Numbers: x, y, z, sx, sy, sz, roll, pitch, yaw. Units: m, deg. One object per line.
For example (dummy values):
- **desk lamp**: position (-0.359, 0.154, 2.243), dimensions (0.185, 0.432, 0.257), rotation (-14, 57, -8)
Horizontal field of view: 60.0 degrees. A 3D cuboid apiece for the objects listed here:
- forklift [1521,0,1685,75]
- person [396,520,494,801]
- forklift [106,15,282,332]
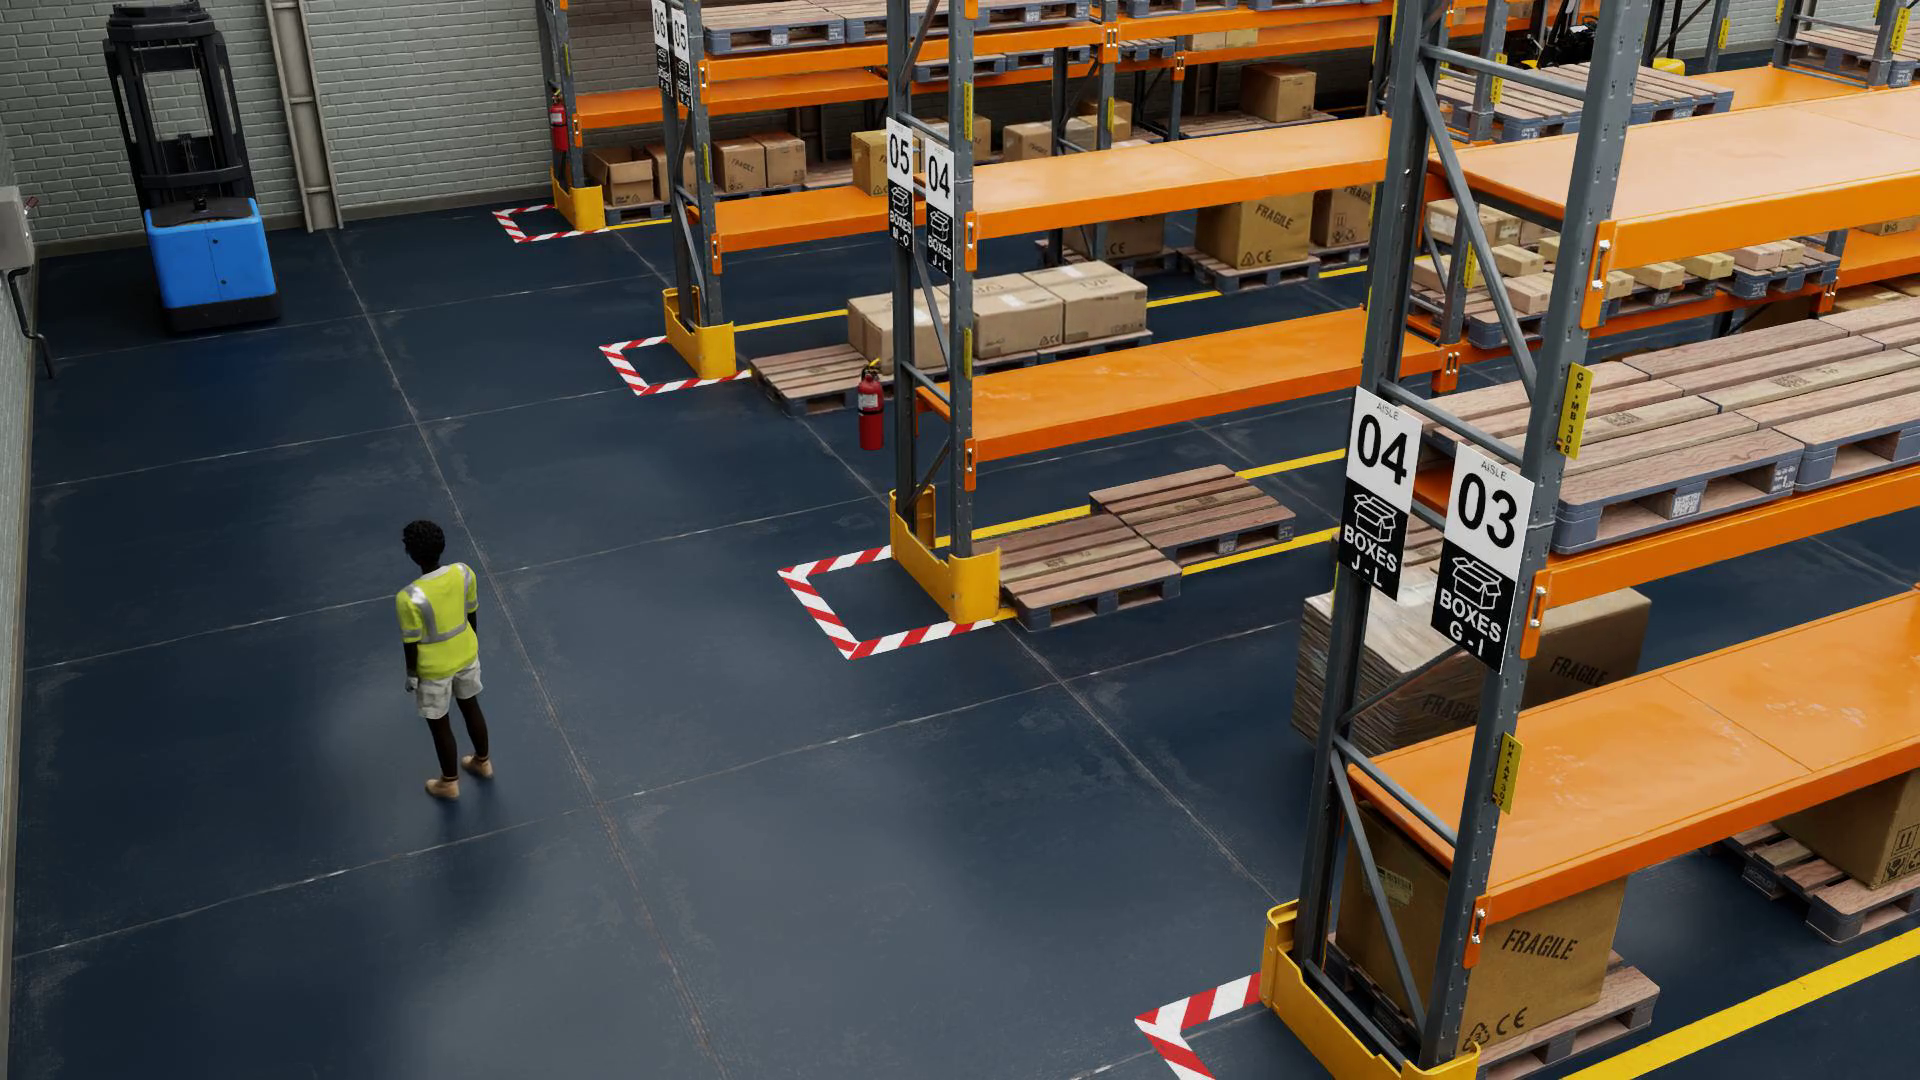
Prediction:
- **forklift**: position (8.950, -6.807, 23.056), dimensions (1.214, 2.155, 2.313), rotation (-12, 30, -22)
- **person**: position (-2.875, 0.666, 9.285), dimensions (0.319, 1.687, 0.537), rotation (15, 31, 26)
- **forklift**: position (-7.548, -3.672, 16.323), dimensions (1.129, 2.768, 1.873), rotation (-12, 30, -22)
